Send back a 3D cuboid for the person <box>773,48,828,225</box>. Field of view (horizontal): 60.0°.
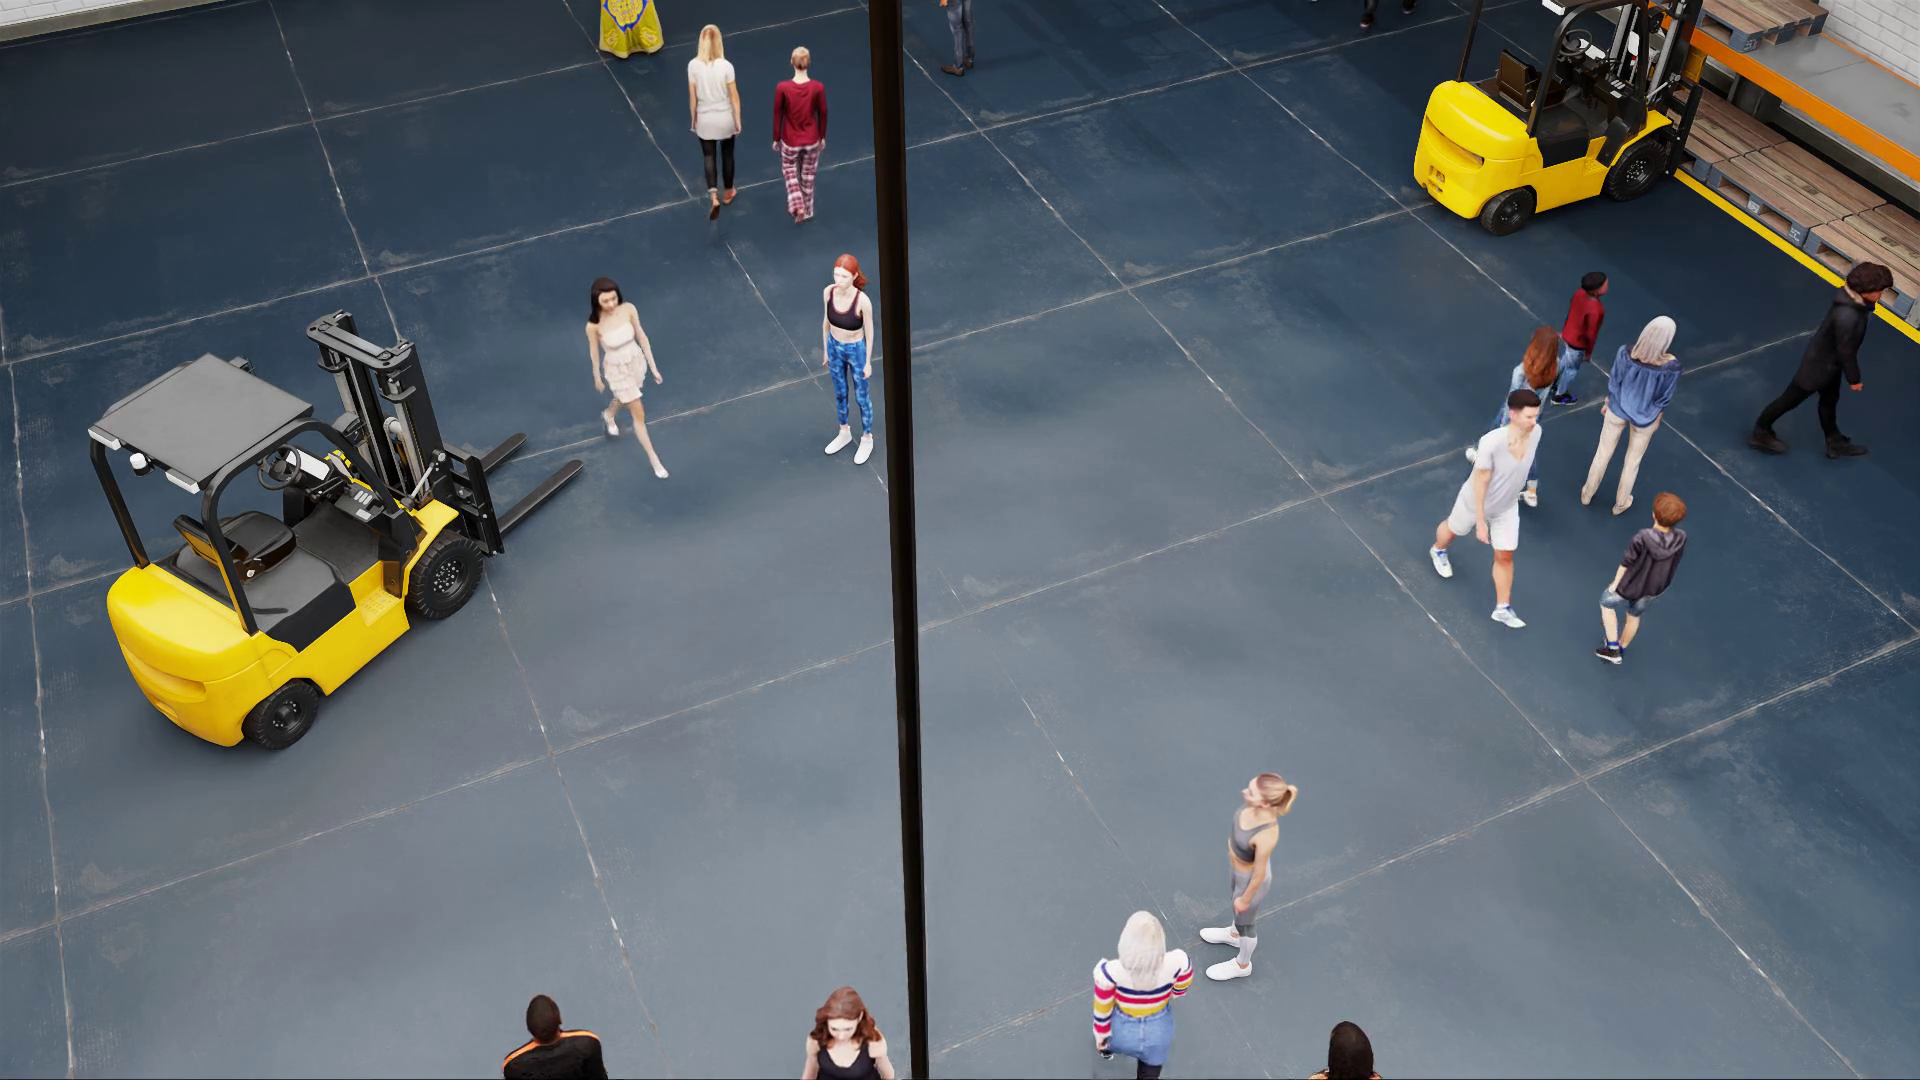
[{"bbox_3d":[-1.410,-3.542,14.793,0.765,1.694,0.826,-10,44,-10],"label":"person"}]

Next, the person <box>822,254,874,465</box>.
[{"bbox_3d":[-0.830,-1.359,12.446,0.678,1.782,0.746,20,47,19],"label":"person"}]

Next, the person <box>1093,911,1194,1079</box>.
[{"bbox_3d":[0.921,2.535,8.371,0.959,1.754,1.224,-2,44,-2],"label":"person"}]

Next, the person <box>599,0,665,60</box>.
[{"bbox_3d":[-3.492,-5.798,17.195,0.915,1.658,0.858,-10,44,-10],"label":"person"}]

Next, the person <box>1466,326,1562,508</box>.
[{"bbox_3d":[4.173,-0.886,12.183,0.627,1.448,1.005,-15,46,-15],"label":"person"}]

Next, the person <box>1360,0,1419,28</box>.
[{"bbox_3d":[4.589,-6.288,17.647,1.183,1.744,1.065,30,51,28],"label":"person"}]

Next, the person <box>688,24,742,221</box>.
[{"bbox_3d":[-2.192,-3.693,14.869,0.861,1.808,1.062,0,44,0],"label":"person"}]

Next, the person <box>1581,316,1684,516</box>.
[{"bbox_3d":[4.857,-0.901,12.027,0.674,1.696,0.769,24,49,23],"label":"person"}]

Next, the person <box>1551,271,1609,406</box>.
[{"bbox_3d":[4.795,-1.581,13.059,0.629,1.246,0.536,-6,44,-7],"label":"person"}]

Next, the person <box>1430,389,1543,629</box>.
[{"bbox_3d":[3.550,-0.331,11.352,0.770,1.790,1.254,-13,45,-13],"label":"person"}]

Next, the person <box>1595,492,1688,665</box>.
[{"bbox_3d":[4.482,0.316,10.929,0.633,1.437,0.665,-2,44,-2],"label":"person"}]

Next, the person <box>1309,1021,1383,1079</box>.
[{"bbox_3d":[1.817,2.937,8.037,0.668,1.632,0.707,-3,44,-4],"label":"person"}]

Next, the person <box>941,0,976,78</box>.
[{"bbox_3d":[0.008,-5.595,16.884,0.702,1.783,0.720,27,50,26],"label":"person"}]

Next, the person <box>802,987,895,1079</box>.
[{"bbox_3d":[-0.528,2.667,8.277,1.010,1.692,1.210,5,44,5],"label":"person"}]

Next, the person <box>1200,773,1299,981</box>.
[{"bbox_3d":[1.592,1.832,9.145,0.706,1.704,0.612,0,44,0],"label":"person"}]

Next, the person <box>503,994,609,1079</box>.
[{"bbox_3d":[-1.900,2.822,8.047,0.619,1.785,1.065,-17,46,-17],"label":"person"}]

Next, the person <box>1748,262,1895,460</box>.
[{"bbox_3d":[6.356,-1.320,12.435,1.138,1.730,0.989,21,48,21],"label":"person"}]

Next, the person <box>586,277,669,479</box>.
[{"bbox_3d":[-2.555,-1.284,12.427,0.808,1.688,1.140,-34,53,-30],"label":"person"}]
